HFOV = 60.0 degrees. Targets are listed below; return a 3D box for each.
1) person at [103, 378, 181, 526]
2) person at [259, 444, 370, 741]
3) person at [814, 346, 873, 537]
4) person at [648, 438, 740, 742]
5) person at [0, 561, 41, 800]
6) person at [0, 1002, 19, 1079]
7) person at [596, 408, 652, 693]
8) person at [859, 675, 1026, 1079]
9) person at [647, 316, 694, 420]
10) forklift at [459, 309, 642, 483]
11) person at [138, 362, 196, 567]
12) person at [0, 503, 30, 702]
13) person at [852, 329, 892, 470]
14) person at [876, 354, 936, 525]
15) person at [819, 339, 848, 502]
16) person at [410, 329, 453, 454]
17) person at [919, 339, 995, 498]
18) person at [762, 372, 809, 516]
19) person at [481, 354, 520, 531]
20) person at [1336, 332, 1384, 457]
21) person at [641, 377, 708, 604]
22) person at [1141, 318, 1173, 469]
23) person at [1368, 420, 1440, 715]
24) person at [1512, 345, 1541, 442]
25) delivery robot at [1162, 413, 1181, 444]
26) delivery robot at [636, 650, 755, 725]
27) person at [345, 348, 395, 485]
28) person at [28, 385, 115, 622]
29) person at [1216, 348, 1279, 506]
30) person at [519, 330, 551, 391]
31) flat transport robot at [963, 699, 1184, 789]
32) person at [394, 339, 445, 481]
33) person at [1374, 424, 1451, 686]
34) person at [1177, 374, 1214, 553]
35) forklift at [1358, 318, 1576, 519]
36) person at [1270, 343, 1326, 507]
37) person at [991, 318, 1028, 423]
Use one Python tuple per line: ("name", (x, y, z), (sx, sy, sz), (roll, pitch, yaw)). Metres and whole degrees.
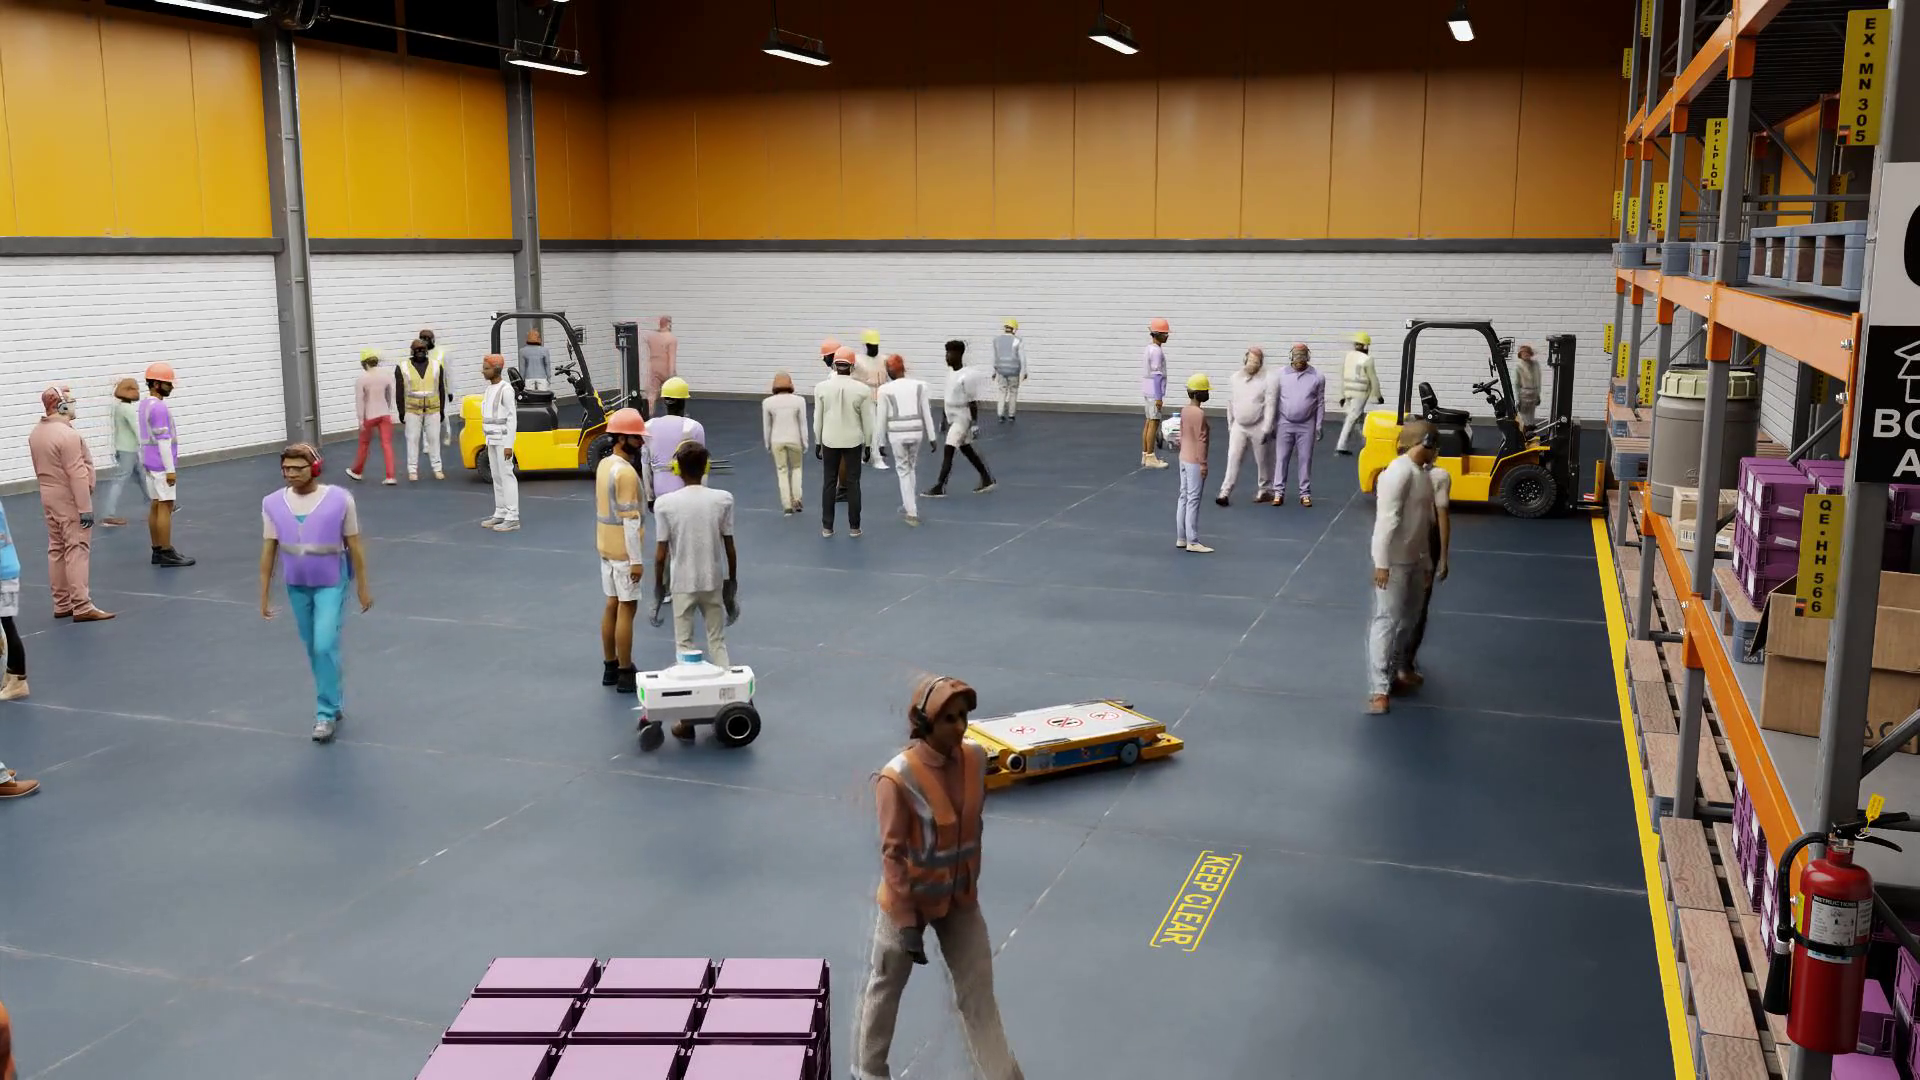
("person", (-8.989, -0.964, 18.129), (0.867, 1.584, 0.528), (-9, 13, -41))
("person", (-4.011, 0.321, 10.216), (0.608, 1.814, 0.771), (1, 10, 4))
("person", (-1.213, -1.015, 17.308), (0.619, 1.989, 0.396), (0, 10, 2))
("person", (-1.619, 0.308, 10.176), (0.549, 1.868, 0.315), (-4, 11, -20))
("person", (-5.392, 0.463, 9.098), (0.627, 1.940, 0.373), (9, 14, 42))
("person", (-2.308, 1.553, 3.640), (0.317, 1.695, 0.540), (6, 12, 29))
("person", (-2.275, 0.068, 11.337), (0.376, 1.934, 0.548), (-6, 12, -30))
("person", (-0.050, 1.247, 5.647), (0.523, 1.590, 0.891), (-9, 14, -42))
("person", (-4.950, -2.839, 27.951), (0.643, 1.851, 1.018), (6, 12, 29))
("forklift", (-5.354, -1.902, 21.697), (2.313, 2.155, 1.214), (-2, 10, -13))
("person", (-7.526, -0.708, 15.724), (0.374, 1.929, 0.542), (-8, 13, -40))
("person", (-6.466, 0.236, 11.099), (0.335, 1.685, 0.535), (-8, 13, -37))
("person", (-1.233, -1.937, 22.730), (0.592, 1.902, 0.844), (-9, 13, -40))
("person", (-0.639, -1.108, 18.202), (0.647, 1.848, 0.798), (-4, 11, -24))
("person", (-1.477, -1.408, 19.668), (0.373, 1.929, 0.542), (1, 10, 4))
("person", (-7.743, -2.197, 24.419), (0.633, 1.817, 0.751), (0, 10, -2))
("person", (0.003, -1.471, 20.120), (1.059, 1.912, 0.609), (-4, 11, -22))
("person", (-1.959, -1.090, 18.732), (0.516, 1.607, 0.552), (-1, 10, -3))
("person", (-4.911, -1.039, 17.714), (0.341, 1.882, 0.587), (-8, 13, -37))
("person", (5.786, -2.093, 23.960), (0.957, 1.768, 0.581), (-5, 11, -25))
("person", (-2.386, -0.404, 14.017), (0.585, 1.927, 0.366), (3, 10, 14))
("person", (2.688, -1.996, 22.657), (0.392, 2.041, 0.615), (-1, 10, -4))
("person", (2.880, 0.173, 10.901), (0.368, 1.895, 0.743), (7, 12, 33))
("person", (8.152, -1.994, 23.853), (0.632, 1.611, 0.326), (-5, 11, -28))
("delivery robot", (3.178, -1.626, 24.496), (0.477, 0.478, 0.707), (0, 10, 1))
("delivery robot", (-1.621, 0.918, 10.170), (0.707, 0.478, 0.477), (-2, 10, -13))
("person", (-7.476, -1.563, 21.109), (0.890, 1.722, 0.543), (9, 14, 42))
("person", (-7.182, -0.291, 13.427), (0.642, 1.913, 0.408), (7, 12, 35))
("person", (3.375, -1.311, 19.378), (0.674, 1.844, 0.995), (7, 12, 34))
("person", (-7.000, -2.639, 27.425), (0.508, 1.632, 0.271), (-2, 10, -13))
("flat transport robot", (0.552, 1.177, 9.776), (1.431, 0.197, 0.652), (-6, 12, -30))
("person", (-6.945, -1.676, 21.450), (0.619, 1.835, 0.430), (-5, 11, -27))
("person", (3.157, 0.092, 11.625), (0.518, 1.780, 0.948), (4, 11, 20))
("person", (2.336, -0.763, 16.490), (0.315, 1.769, 0.523), (-2, 10, -12))
("forklift", (5.787, -1.437, 19.079), (2.313, 2.155, 1.214), (3, 11, 19))
("person", (3.907, -1.330, 19.305), (0.639, 1.903, 0.407), (2, 10, 9))
("person", (0.855, -2.892, 28.427), (0.648, 1.795, 0.611), (4, 11, 24))
